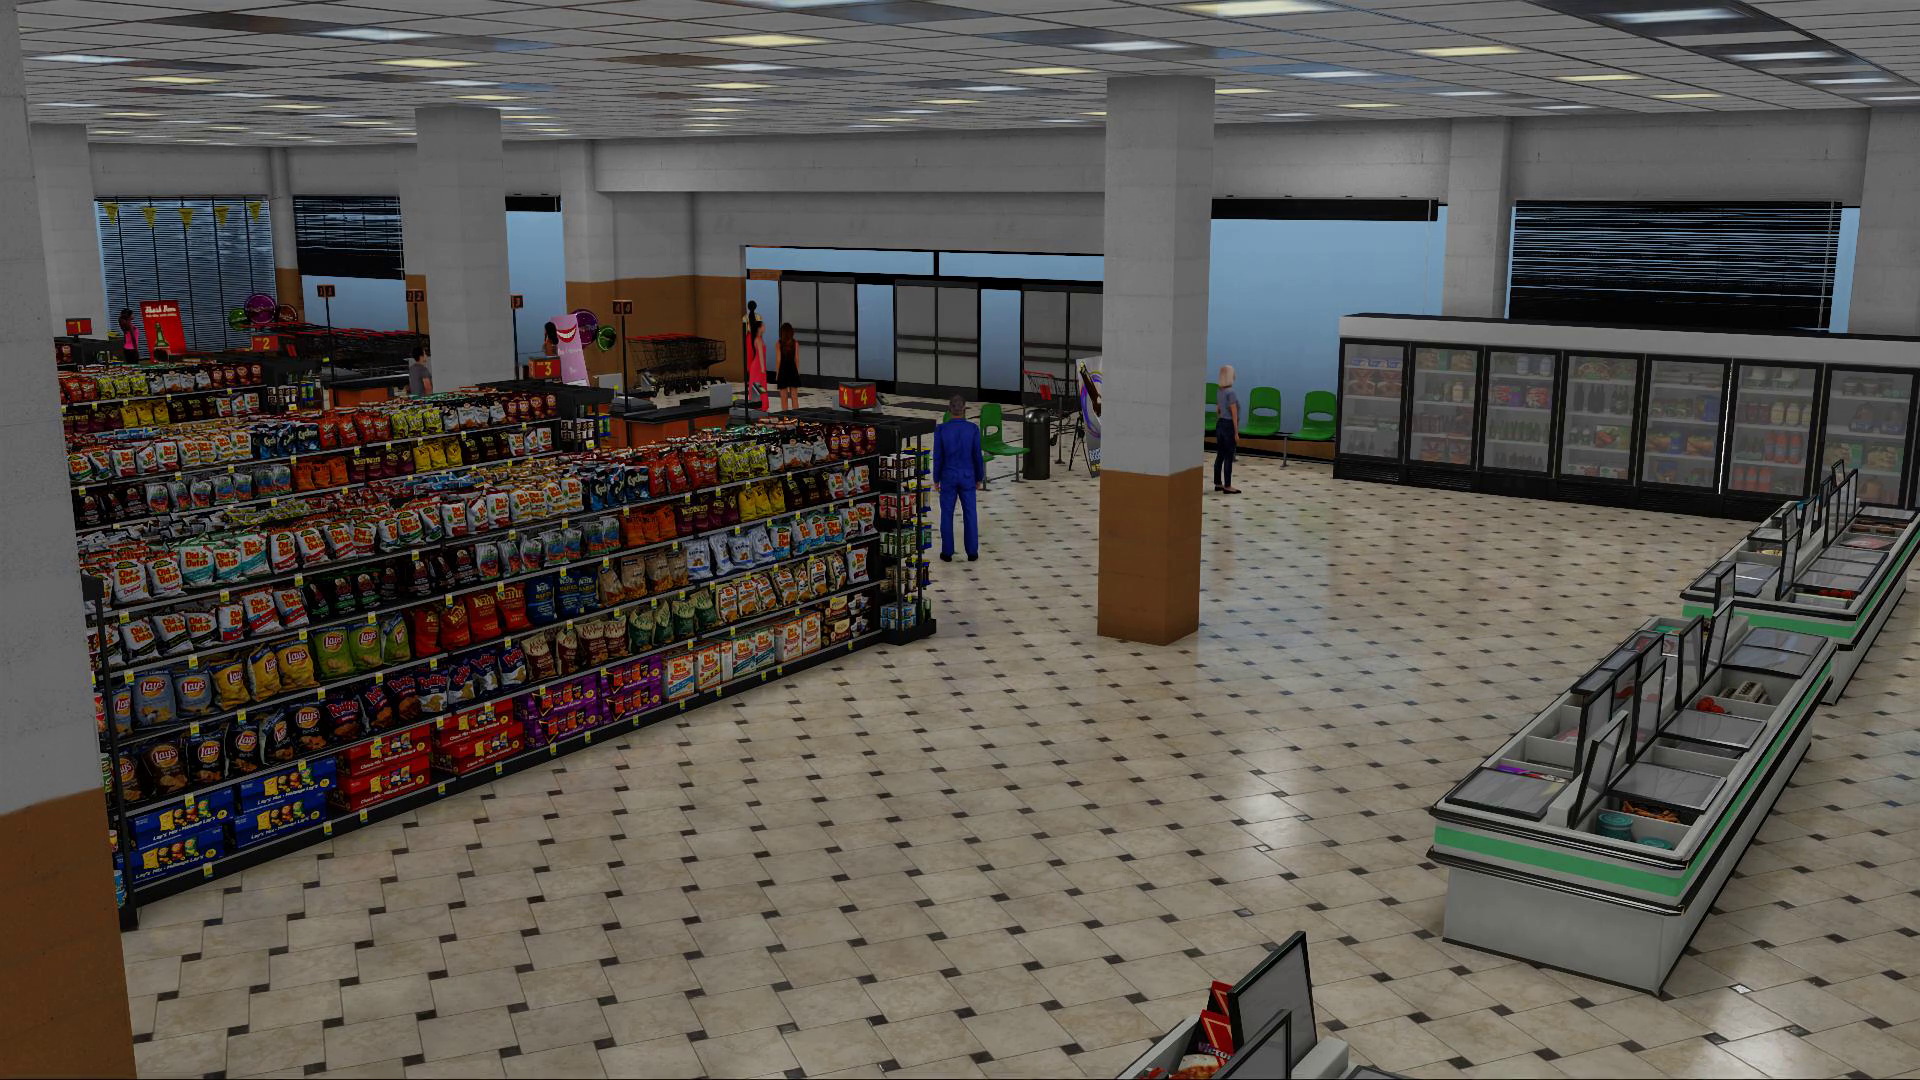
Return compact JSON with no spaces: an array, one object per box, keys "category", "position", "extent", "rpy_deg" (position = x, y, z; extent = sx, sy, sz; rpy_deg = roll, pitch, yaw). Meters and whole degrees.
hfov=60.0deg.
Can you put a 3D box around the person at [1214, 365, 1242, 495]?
[{"category":"person","position":[3.601,-1.499,22.473],"extent":[0.672,1.722,0.656],"rpy_deg":[-5,13,-23]}]

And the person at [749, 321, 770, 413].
[{"category":"person","position":[-3.635,-3.104,30.090],"extent":[0.754,1.726,0.716],"rpy_deg":[-4,13,-18]}]

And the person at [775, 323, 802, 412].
[{"category":"person","position":[-2.926,-2.766,28.221],"extent":[0.633,1.834,0.729],"rpy_deg":[-5,13,-22]}]

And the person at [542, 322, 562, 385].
[{"category":"person","position":[-7.550,-3.215,30.813],"extent":[0.784,1.645,0.639],"rpy_deg":[2,12,7]}]

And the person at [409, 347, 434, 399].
[{"category":"person","position":[-8.028,-2.017,24.853],"extent":[0.622,1.755,0.563],"rpy_deg":[10,15,39]}]

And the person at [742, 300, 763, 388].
[{"category":"person","position":[-4.302,-4.078,34.549],"extent":[0.630,1.793,0.735],"rpy_deg":[-5,13,-24]}]

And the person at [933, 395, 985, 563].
[{"category":"person","position":[-0.022,-0.678,18.318],"extent":[0.779,1.829,0.810],"rpy_deg":[-1,12,-5]}]

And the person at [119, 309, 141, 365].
[{"category":"person","position":[-16.566,-3.764,33.227],"extent":[0.596,1.724,0.588],"rpy_deg":[11,16,43]}]
